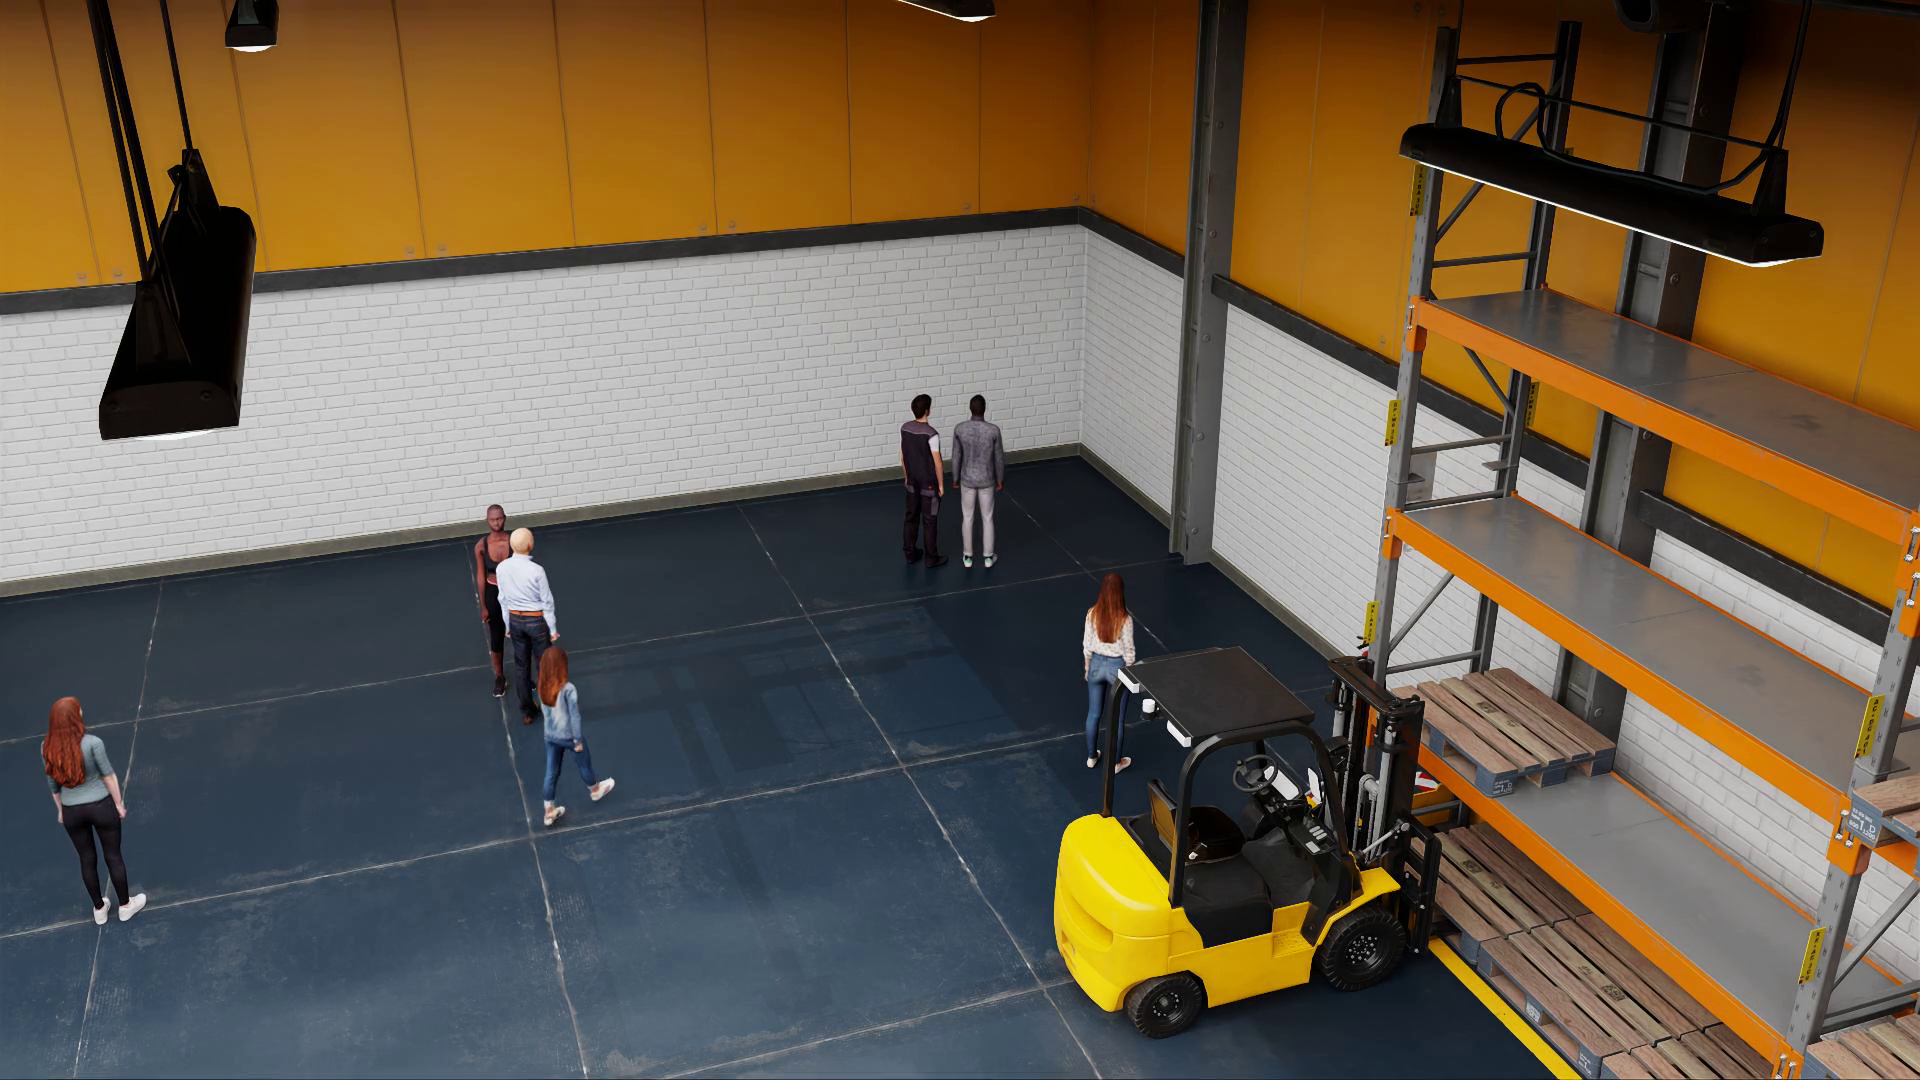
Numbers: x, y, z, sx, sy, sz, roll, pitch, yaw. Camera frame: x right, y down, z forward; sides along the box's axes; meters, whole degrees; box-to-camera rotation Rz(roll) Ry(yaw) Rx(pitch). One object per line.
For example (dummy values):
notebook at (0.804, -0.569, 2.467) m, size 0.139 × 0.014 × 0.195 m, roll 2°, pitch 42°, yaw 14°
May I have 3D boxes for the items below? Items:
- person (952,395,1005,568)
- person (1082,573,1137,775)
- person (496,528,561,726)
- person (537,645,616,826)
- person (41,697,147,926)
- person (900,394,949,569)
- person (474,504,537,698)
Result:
person at (0.177, -0.610, 17.089) m, size 0.765 × 1.837 × 0.721 m, roll 2°, pitch 24°, yaw 5°
person at (1.197, 1.060, 13.404) m, size 0.641 × 1.728 × 0.703 m, roll 11°, pitch 26°, yaw 23°
person at (-3.634, 0.736, 14.066) m, size 0.734 × 1.791 × 0.757 m, roll 6°, pitch 24°, yaw 13°
person at (-3.089, 1.516, 12.714) m, size 0.934 × 1.445 × 0.972 m, roll 12°, pitch 27°, yaw 26°
person at (-6.034, 1.874, 11.524) m, size 0.636 × 1.743 × 0.598 m, roll -3°, pitch 24°, yaw -7°
person at (-0.387, -0.610, 17.074) m, size 0.704 × 1.849 × 0.799 m, roll 15°, pitch 28°, yaw 31°
person at (-4.006, 0.508, 14.630) m, size 0.568 × 1.758 × 0.514 m, roll -9°, pitch 25°, yaw -19°
